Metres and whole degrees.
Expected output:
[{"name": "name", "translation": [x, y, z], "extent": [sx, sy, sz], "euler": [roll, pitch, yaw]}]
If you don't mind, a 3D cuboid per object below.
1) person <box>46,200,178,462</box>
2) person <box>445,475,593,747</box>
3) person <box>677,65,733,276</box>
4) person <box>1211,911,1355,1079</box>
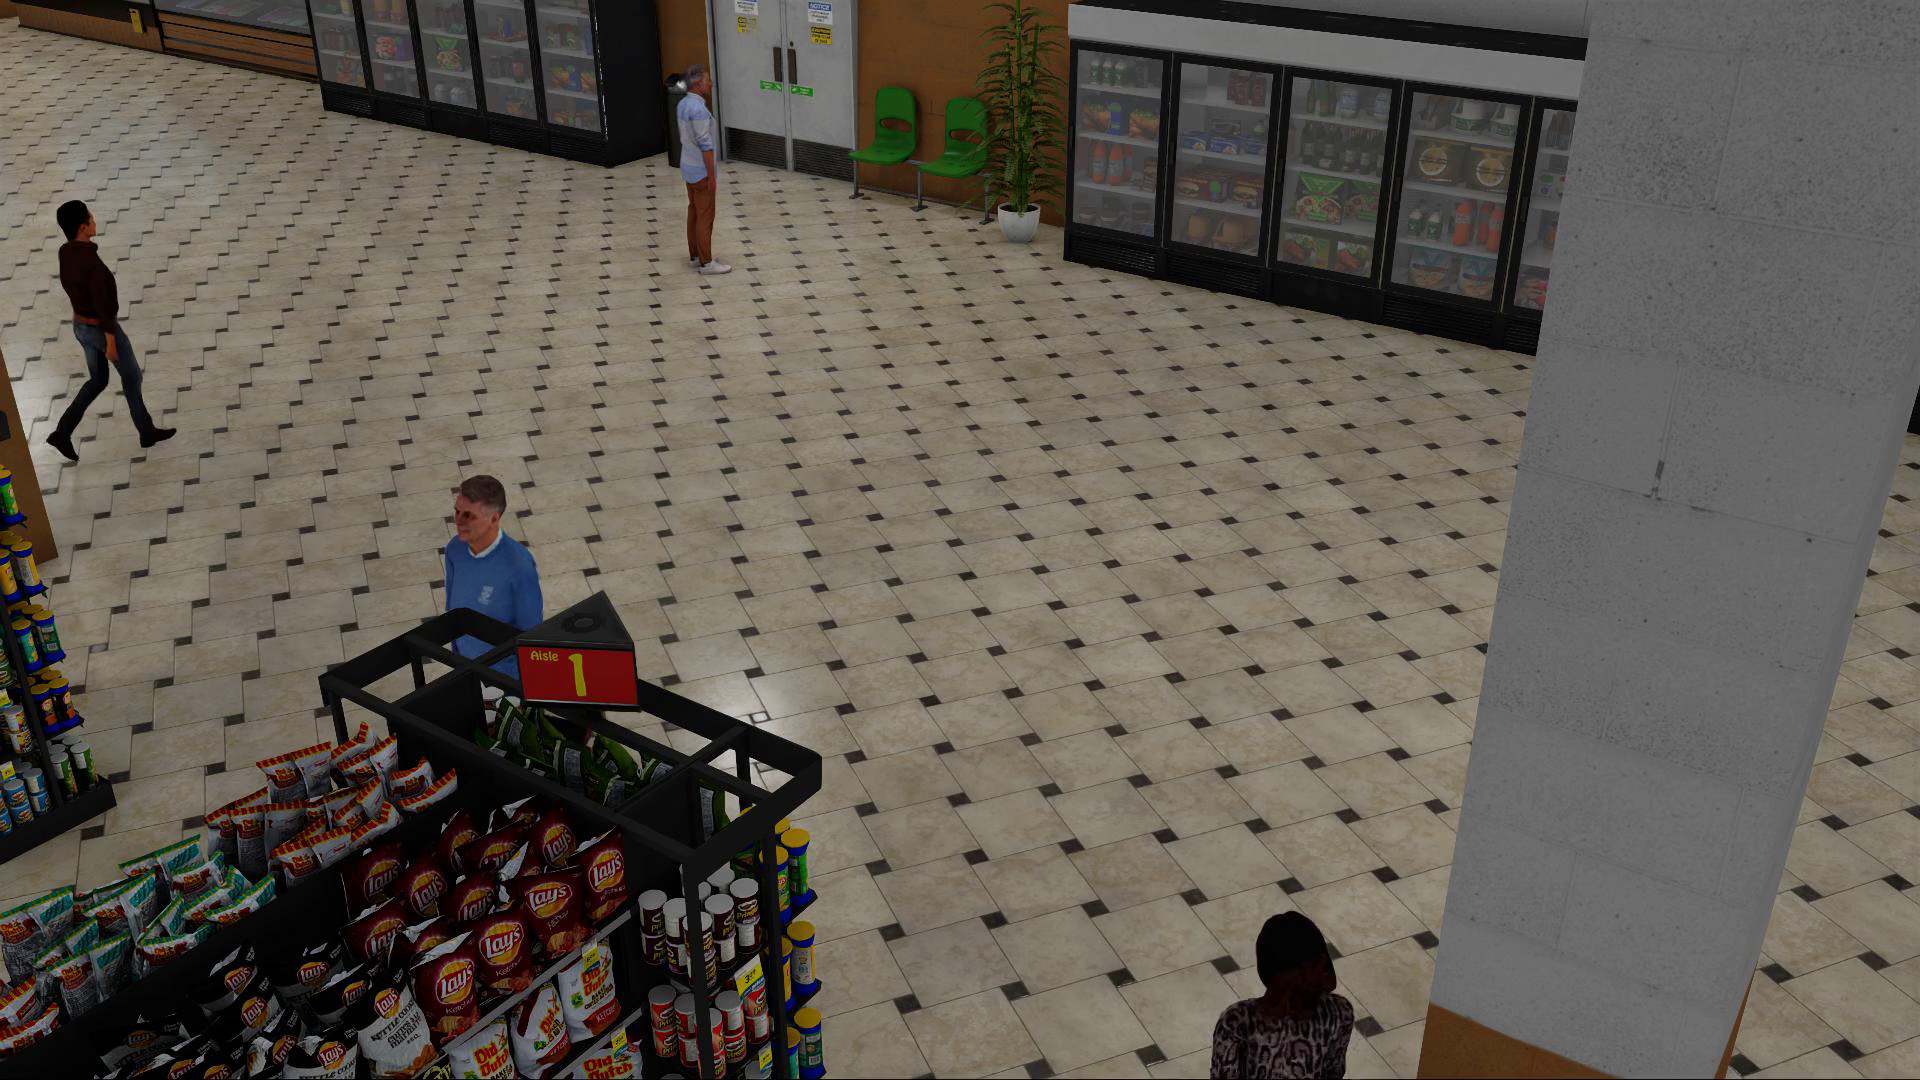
[{"name": "person", "translation": [-5.803, -1.354, 11.049], "extent": [0.648, 1.758, 1.051], "euler": [19, 32, 32]}, {"name": "person", "translation": [-1.971, 0.509, 7.331], "extent": [0.640, 1.798, 1.034], "euler": [17, 31, 29]}, {"name": "person", "translation": [-2.321, -3.304, 14.821], "extent": [0.735, 1.824, 0.766], "euler": [-14, 30, -25]}, {"name": "person", "translation": [0.927, 1.852, 4.813], "extent": [0.940, 1.681, 1.090], "euler": [0, 27, 1]}]
